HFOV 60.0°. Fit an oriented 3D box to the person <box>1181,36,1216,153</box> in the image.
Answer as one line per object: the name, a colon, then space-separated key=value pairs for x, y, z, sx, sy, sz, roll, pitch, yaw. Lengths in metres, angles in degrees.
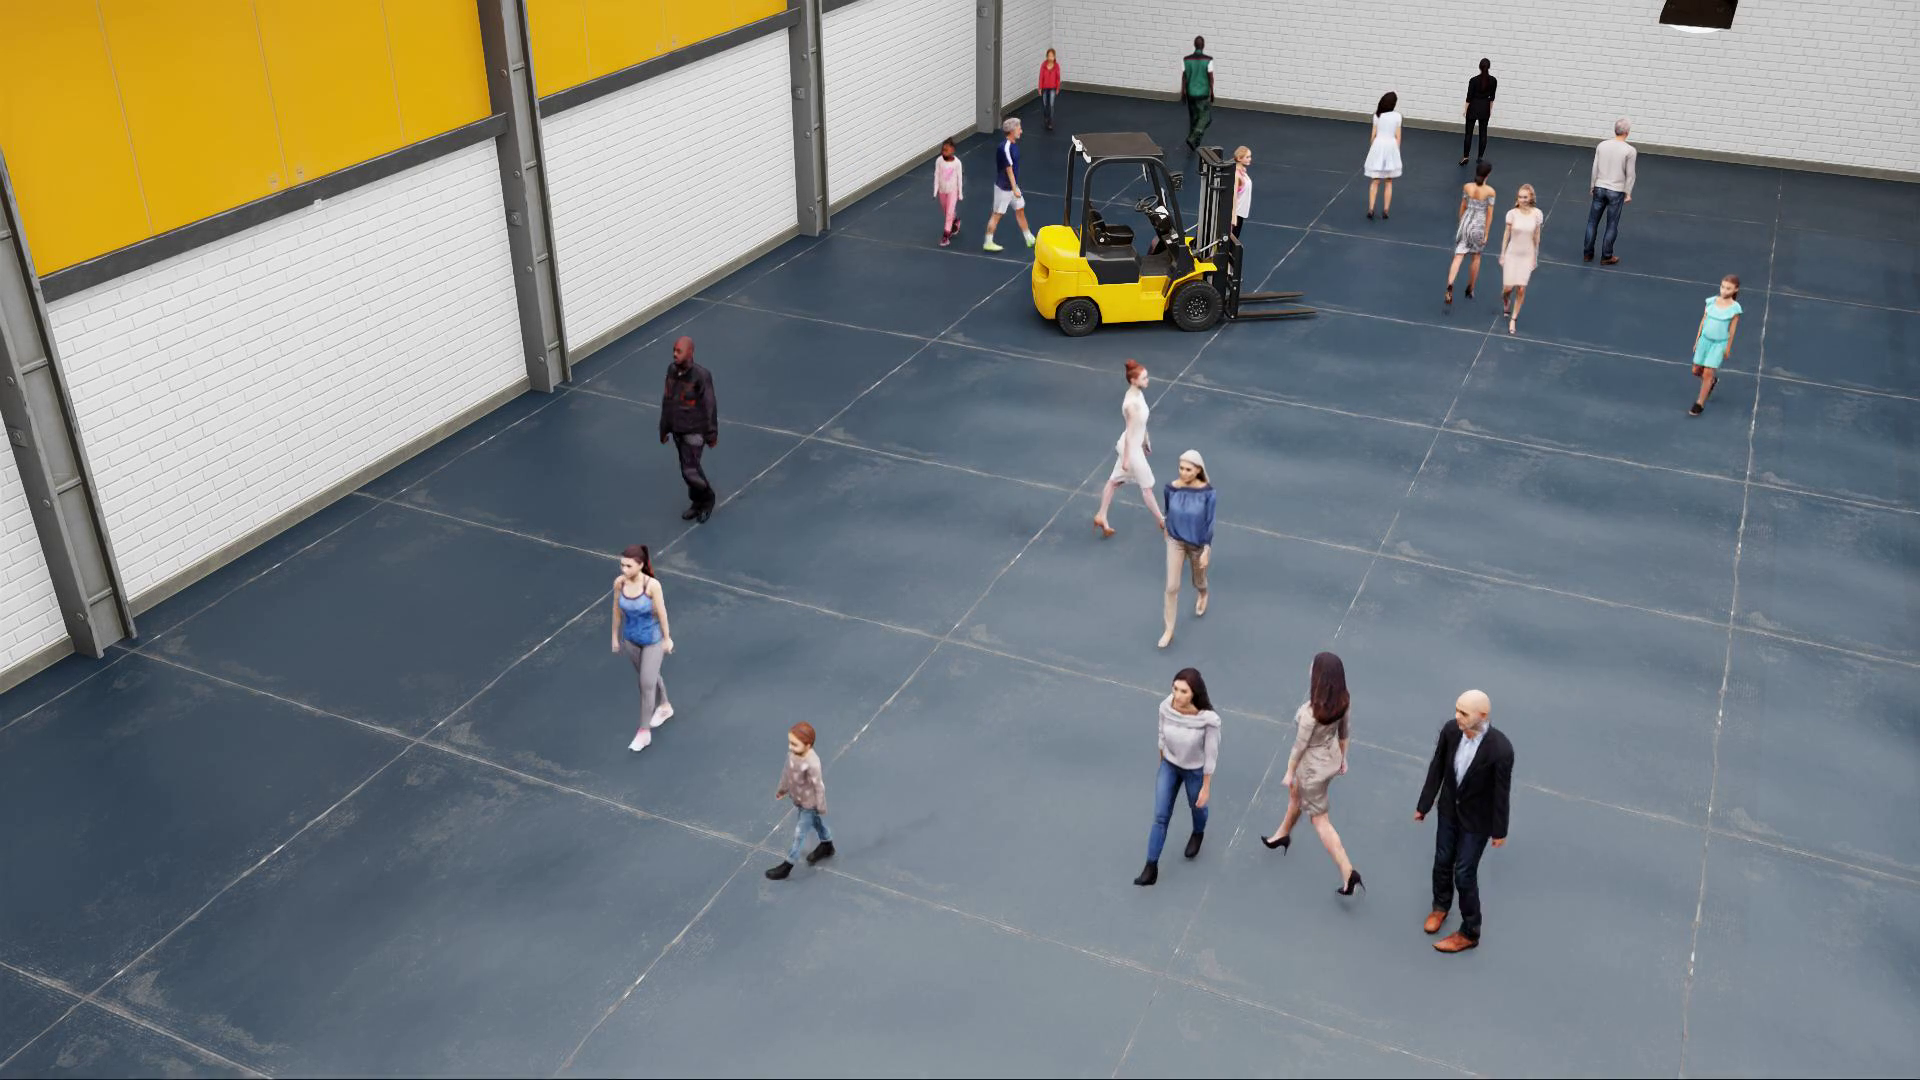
person: x=3.785 y=-7.066 z=26.477 sx=0.776 sy=1.825 sz=0.994 roll=16 pitch=32 yaw=26

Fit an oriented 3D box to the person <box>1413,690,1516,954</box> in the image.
person: x=3.197 y=1.690 z=10.471 sx=0.875 sy=1.782 sz=0.856 roll=-25 pitch=38 yaw=-38

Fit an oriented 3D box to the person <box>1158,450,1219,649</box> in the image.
person: x=1.908 y=0.026 z=13.637 sx=0.627 sy=1.671 sz=1.043 roll=12 pitch=31 yaw=20

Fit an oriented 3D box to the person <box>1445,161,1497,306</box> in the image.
person: x=6.218 y=-3.716 z=20.370 sx=0.716 sy=1.792 sz=1.082 roll=18 pitch=33 yaw=30

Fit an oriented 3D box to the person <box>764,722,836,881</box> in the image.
person: x=-0.980 y=1.698 z=11.098 sx=0.869 sy=1.167 sz=0.729 roll=-17 pitch=33 yaw=-29

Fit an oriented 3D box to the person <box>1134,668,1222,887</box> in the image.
person: x=1.536 y=1.506 z=11.011 sx=0.718 sy=1.586 sz=1.052 roll=17 pitch=33 yaw=28

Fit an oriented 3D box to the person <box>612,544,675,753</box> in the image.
person: x=-2.318 y=0.724 z=12.442 sx=0.597 sy=1.590 sz=0.857 roll=14 pitch=31 yaw=23

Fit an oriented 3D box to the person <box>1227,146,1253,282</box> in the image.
person: x=3.496 y=-4.120 z=21.115 sx=0.682 sy=1.787 sz=0.468 roll=11 pitch=30 yaw=19

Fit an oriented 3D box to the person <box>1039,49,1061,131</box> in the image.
person: x=1.497 y=-7.620 z=28.045 sx=0.665 sy=1.295 sz=0.939 roll=4 pitch=29 yaw=8

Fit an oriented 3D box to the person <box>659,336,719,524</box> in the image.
person: x=-2.458 y=-1.070 z=15.499 sx=0.758 sy=1.812 sz=0.733 roll=19 pitch=34 yaw=31

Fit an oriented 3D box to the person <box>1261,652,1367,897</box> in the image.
person: x=2.383 y=1.551 z=10.802 sx=1.137 sy=1.708 sz=0.960 roll=-24 pitch=37 yaw=-37

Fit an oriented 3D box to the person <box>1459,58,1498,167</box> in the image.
person: x=8.069 y=-6.656 z=25.895 sx=0.688 sy=1.662 sz=0.694 roll=0 pitch=29 yaw=-1

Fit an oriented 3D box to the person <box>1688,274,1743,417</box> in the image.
person: x=8.031 y=-2.099 z=17.657 sx=0.907 sy=1.550 sz=0.755 roll=-22 pitch=36 yaw=-34

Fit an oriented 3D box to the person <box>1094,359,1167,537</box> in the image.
person: x=1.449 y=-0.786 z=15.038 sx=0.831 sy=1.754 sz=1.049 roll=5 pitch=29 yaw=9

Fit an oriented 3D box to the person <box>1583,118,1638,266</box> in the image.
person: x=8.526 y=-4.572 z=21.816 sx=0.804 sy=1.911 sz=0.758 roll=25 pitch=38 yaw=38

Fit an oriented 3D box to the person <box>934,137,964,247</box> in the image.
person: x=-0.127 y=-4.788 z=22.720 sx=0.541 sy=1.424 sz=0.935 roll=13 pitch=31 yaw=23

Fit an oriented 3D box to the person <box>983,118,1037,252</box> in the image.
person: x=0.535 y=-4.712 z=22.193 sx=0.861 sy=1.795 sz=1.074 roll=7 pitch=29 yaw=13

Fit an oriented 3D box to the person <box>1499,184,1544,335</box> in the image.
person: x=6.607 y=-3.347 z=19.670 sx=0.698 sy=1.815 sz=0.809 roll=3 pitch=29 yaw=6

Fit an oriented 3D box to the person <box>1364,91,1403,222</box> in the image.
person: x=5.982 y=-5.418 z=23.464 sx=0.749 sy=1.818 sz=0.775 roll=7 pitch=29 yaw=13
